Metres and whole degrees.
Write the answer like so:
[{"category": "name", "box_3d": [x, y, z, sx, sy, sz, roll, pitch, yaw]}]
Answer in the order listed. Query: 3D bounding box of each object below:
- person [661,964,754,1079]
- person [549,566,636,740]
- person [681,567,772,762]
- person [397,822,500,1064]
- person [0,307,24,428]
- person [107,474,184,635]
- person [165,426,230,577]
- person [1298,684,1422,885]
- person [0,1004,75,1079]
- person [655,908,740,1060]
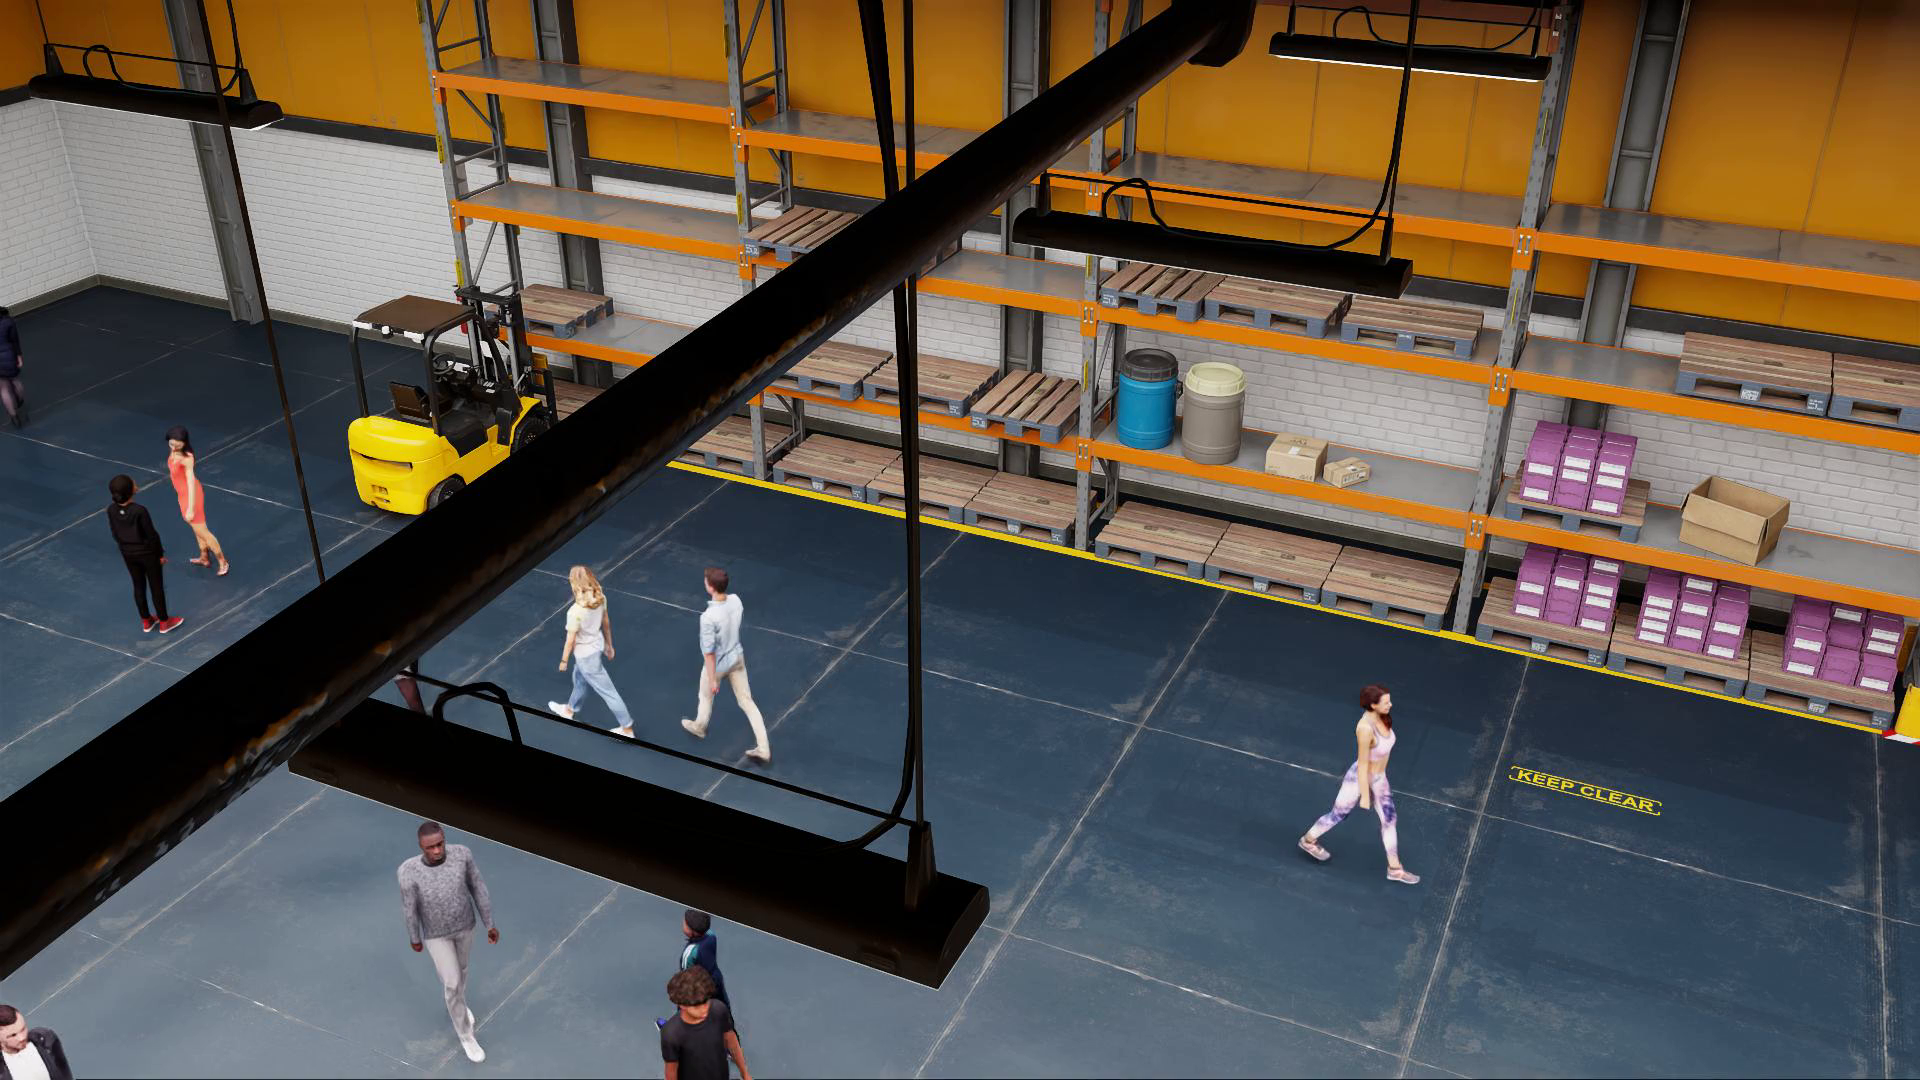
[{"category": "person", "box_3d": [-1.633, 3.280, 10.215, 1.075, 1.749, 0.824, 22, 35, 34]}, {"category": "person", "box_3d": [-3.121, 1.042, 14.405, 1.146, 1.666, 0.703, 9, 30, 16]}, {"category": "person", "box_3d": [-1.933, 1.100, 14.159, 1.294, 1.800, 0.840, 19, 34, 31]}, {"category": "person", "box_3d": [-3.528, 2.609, 11.385, 0.919, 1.807, 1.069, -23, 36, -35]}, {"category": "person", "box_3d": [-11.729, -2.167, 20.329, 1.012, 1.627, 1.166, -17, 33, -28]}, {"category": "person", "box_3d": [-7.921, 0.132, 16.066, 0.547, 1.674, 0.711, 4, 29, 7]}, {"category": "person", "box_3d": [-7.920, -0.449, 17.114, 0.868, 1.690, 0.691, -12, 31, -21]}, {"category": "person", "box_3d": [3.041, 1.864, 12.845, 1.233, 1.717, 0.695, 16, 33, 27]}, {"category": "person", "box_3d": [-5.492, 3.441, 9.844, 0.898, 1.823, 0.741, 18, 33, 29]}, {"category": "person", "box_3d": [-1.688, 3.023, 11.237, 0.896, 1.222, 0.549, 15, 32, 25]}]
